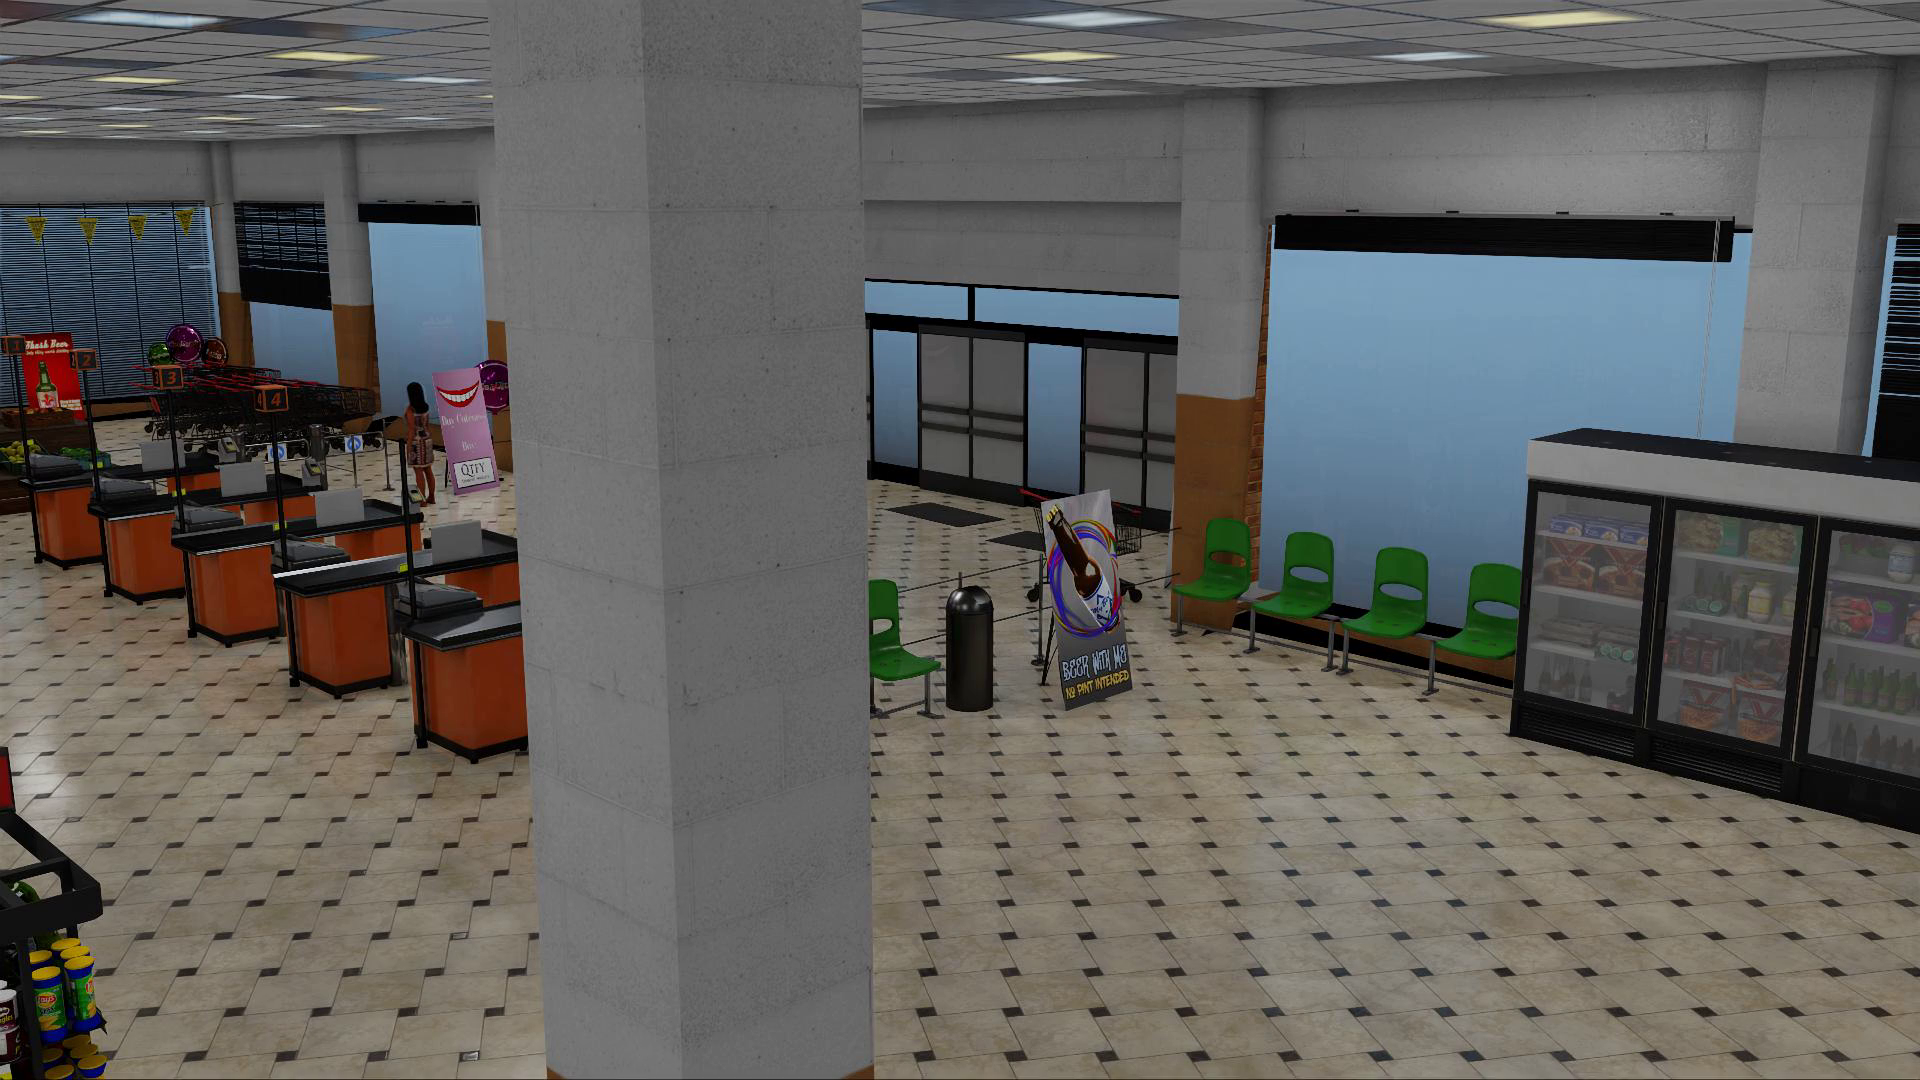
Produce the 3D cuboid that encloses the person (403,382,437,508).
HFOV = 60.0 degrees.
[{"bbox_3d":[-7.152,-1.270,21.995,0.785,1.644,0.640,4,12,17],"label":"person"}]
